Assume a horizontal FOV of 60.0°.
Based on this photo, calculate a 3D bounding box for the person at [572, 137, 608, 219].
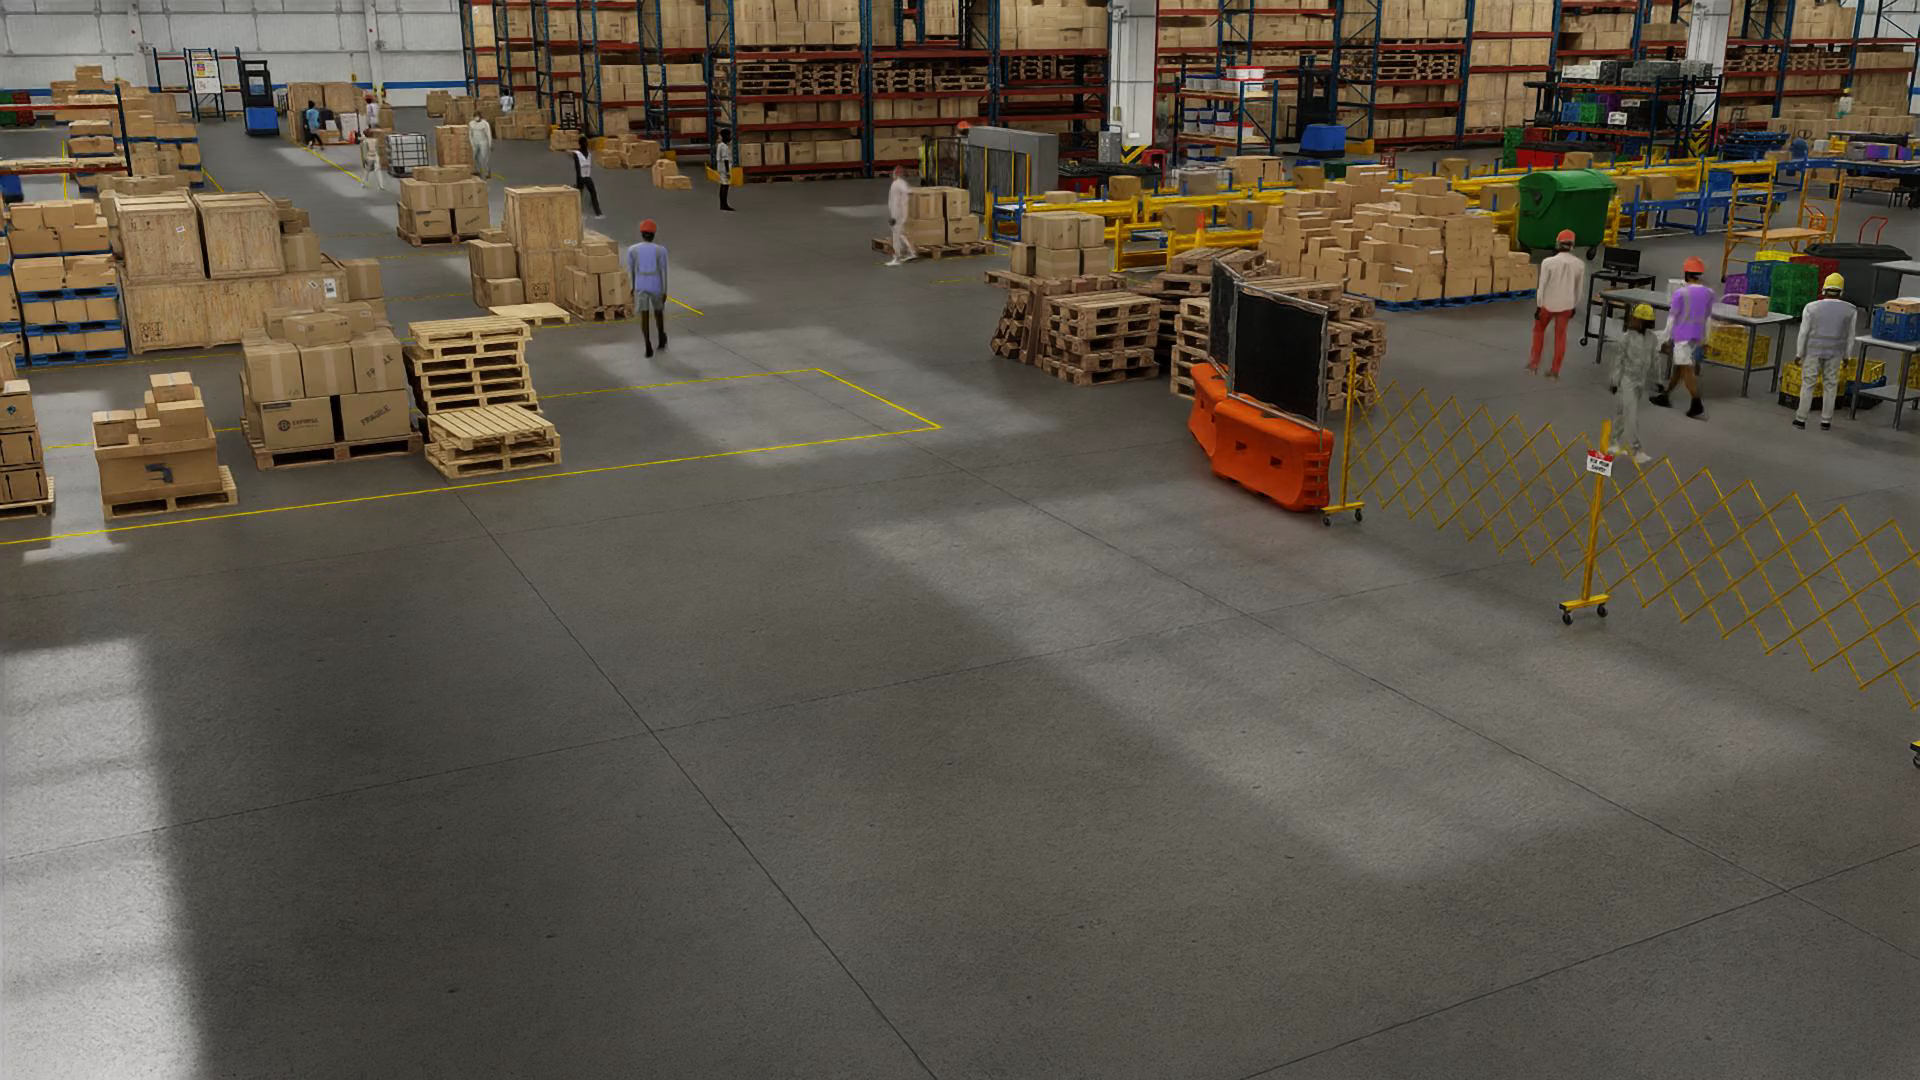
[{"bbox_3d":[-8.621,-8.358,38.502,0.919,1.882,0.599,10,21,30],"label":"person"}]

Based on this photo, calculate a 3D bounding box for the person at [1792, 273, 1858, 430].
[{"bbox_3d":[10.034,-2.184,19.330,0.600,1.831,0.404,5,18,14],"label":"person"}]

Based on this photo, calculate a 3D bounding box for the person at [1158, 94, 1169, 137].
[{"bbox_3d":[7.719,-16.023,62.823,0.516,1.607,0.629,-10,21,-30],"label":"person"}]

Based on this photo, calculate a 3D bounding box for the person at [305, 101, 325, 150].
[{"bbox_3d":[-22.291,-14.313,57.417,0.844,1.662,0.527,6,19,17],"label":"person"}]

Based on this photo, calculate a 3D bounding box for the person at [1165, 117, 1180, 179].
[{"bbox_3d":[6.001,-11.191,47.555,0.785,1.729,0.539,-4,18,-11],"label":"person"}]

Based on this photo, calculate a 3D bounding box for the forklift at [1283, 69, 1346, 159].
[{"bbox_3d":[11.615,-13.871,54.079,1.129,2.768,1.873,-9,20,-27],"label":"forklift"}]

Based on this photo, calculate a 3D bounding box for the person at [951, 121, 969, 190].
[{"bbox_3d":[0.079,-9.550,41.980,0.413,2.025,0.621,-16,24,-41],"label":"person"}]

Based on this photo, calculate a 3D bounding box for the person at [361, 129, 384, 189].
[{"bbox_3d":[-15.962,-10.314,45.067,0.845,1.593,0.522,15,23,39],"label":"person"}]

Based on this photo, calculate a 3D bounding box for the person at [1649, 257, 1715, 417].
[{"bbox_3d":[8.813,-2.462,20.103,0.551,1.902,0.982,-6,19,-18],"label":"person"}]

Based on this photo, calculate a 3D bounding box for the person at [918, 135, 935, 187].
[{"bbox_3d":[-0.823,-9.422,42.142,0.542,1.678,0.525,11,21,31],"label":"person"}]

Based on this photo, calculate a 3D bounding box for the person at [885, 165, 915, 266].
[{"bbox_3d":[-1.159,-6.210,31.840,0.437,1.871,0.682,4,18,13],"label":"person"}]

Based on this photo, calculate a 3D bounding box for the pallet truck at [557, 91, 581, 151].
[{"bbox_3d":[-13.495,-14.412,57.188,0.823,1.965,1.885,-3,18,-9],"label":"pallet truck"}]

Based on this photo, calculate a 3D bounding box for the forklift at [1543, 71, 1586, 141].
[{"bbox_3d":[18.685,-13.231,52.085,1.873,2.768,1.129,-9,20,-26],"label":"forklift"}]

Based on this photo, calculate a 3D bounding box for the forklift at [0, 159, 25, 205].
[{"bbox_3d":[-24.266,-9.621,40.828,1.873,2.768,1.129,-9,20,-26],"label":"forklift"}]

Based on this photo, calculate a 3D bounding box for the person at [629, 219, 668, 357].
[{"bbox_3d":[-4.416,-3.605,23.665,0.571,1.883,0.980,-1,18,-4],"label":"person"}]

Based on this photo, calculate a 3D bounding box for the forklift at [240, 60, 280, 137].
[{"bbox_3d":[-26.707,-16.827,63.294,1.129,2.768,1.873,-9,20,-26],"label":"forklift"}]

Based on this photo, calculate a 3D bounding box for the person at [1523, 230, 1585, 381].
[{"bbox_3d":[7.873,-3.135,22.087,0.634,1.959,0.823,-2,18,-5],"label":"person"}]

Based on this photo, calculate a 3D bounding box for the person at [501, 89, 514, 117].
[{"bbox_3d":[-17.913,-16.991,65.774,0.536,1.665,0.835,7,19,20],"label":"person"}]

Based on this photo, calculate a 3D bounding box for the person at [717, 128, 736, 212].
[{"bbox_3d":[-5.666,-8.924,40.131,0.367,1.963,0.609,-6,19,-19],"label":"person"}]

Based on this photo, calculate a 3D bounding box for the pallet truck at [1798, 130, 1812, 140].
[{"bbox_3d":[25.526,-11.556,49.408,1.630,1.274,0.653,-9,20,-26],"label":"pallet truck"}]

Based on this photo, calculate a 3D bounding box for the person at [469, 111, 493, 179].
[{"bbox_3d":[-13.845,-11.396,47.940,0.842,1.910,0.564,4,18,12],"label":"person"}]

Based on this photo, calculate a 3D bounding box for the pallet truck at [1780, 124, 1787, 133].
[{"bbox_3d":[25.206,-12.542,52.601,1.601,1.201,0.680,0,18,-2],"label":"pallet truck"}]

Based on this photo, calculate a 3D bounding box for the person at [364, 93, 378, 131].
[{"bbox_3d":[-20.197,-14.428,57.382,0.783,1.916,0.552,3,18,8],"label":"person"}]

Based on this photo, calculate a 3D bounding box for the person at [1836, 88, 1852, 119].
[{"bbox_3d":[34.114,-16.571,64.306,0.618,1.743,0.554,-9,20,-25],"label":"person"}]

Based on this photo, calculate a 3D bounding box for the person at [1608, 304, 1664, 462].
[{"bbox_3d":[7.374,-1.699,18.018,0.506,1.704,0.856,-7,19,-22],"label":"person"}]
